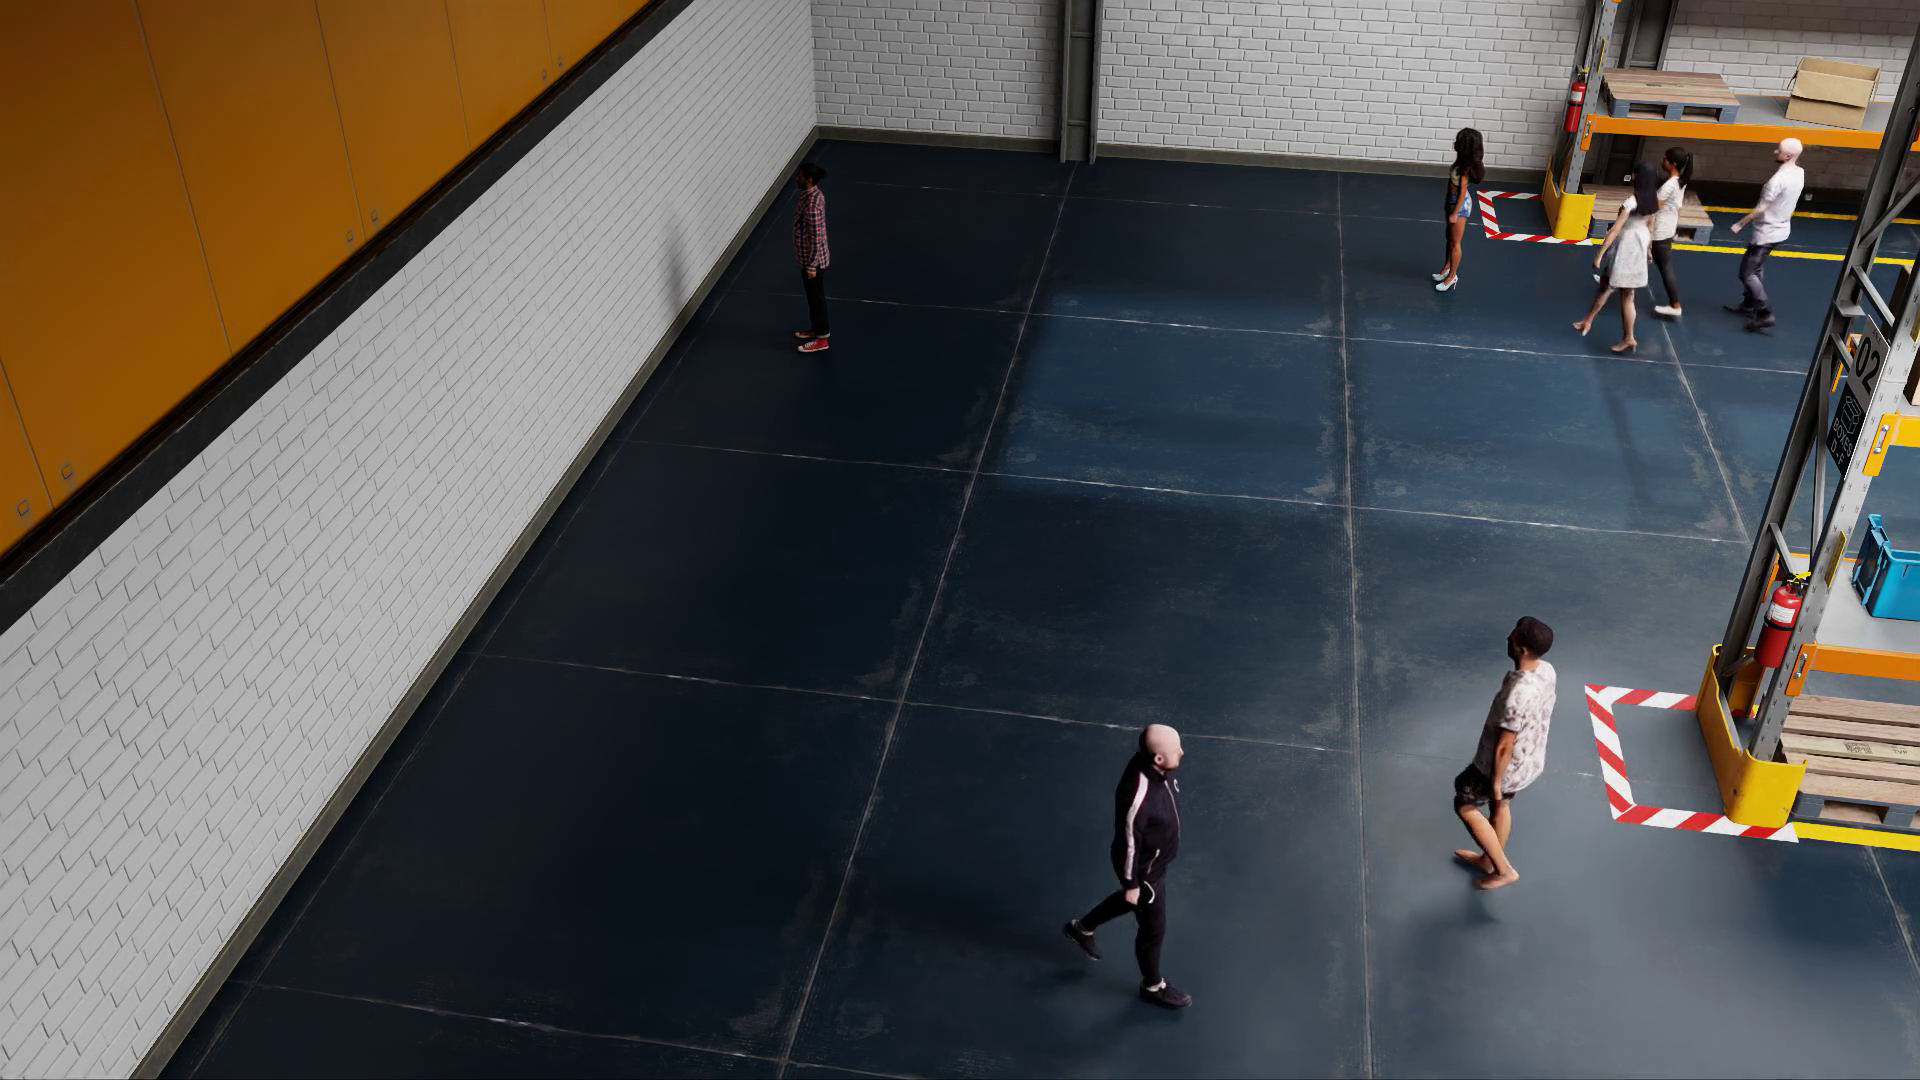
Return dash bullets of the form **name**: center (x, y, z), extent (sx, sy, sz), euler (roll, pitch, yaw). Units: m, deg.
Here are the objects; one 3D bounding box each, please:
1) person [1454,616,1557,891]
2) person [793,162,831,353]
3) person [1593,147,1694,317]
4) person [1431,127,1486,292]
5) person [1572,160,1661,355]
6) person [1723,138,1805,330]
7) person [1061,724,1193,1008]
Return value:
- **person**: center (3.125, 1.240, 9.258), extent (0.838, 1.800, 0.891), euler (-28, 43, -36)
- **person**: center (-1.340, -2.572, 15.027), extent (0.728, 1.761, 0.766), euler (-6, 34, -8)
- **person**: center (6.647, -2.829, 15.574), extent (1.189, 1.583, 0.870), euler (21, 39, 28)
- **person**: center (4.809, -3.203, 16.099), extent (0.559, 1.625, 0.570), euler (4, 34, 6)
- **person**: center (6.071, -2.501, 14.932), extent (1.028, 1.748, 1.086), euler (-23, 40, -30)
- **person**: center (7.488, -2.786, 15.292), extent (0.916, 1.824, 0.996), euler (-24, 40, -31)
- **person**: center (0.863, 1.649, 8.623), extent (1.027, 1.820, 0.768), euler (10, 35, 14)
